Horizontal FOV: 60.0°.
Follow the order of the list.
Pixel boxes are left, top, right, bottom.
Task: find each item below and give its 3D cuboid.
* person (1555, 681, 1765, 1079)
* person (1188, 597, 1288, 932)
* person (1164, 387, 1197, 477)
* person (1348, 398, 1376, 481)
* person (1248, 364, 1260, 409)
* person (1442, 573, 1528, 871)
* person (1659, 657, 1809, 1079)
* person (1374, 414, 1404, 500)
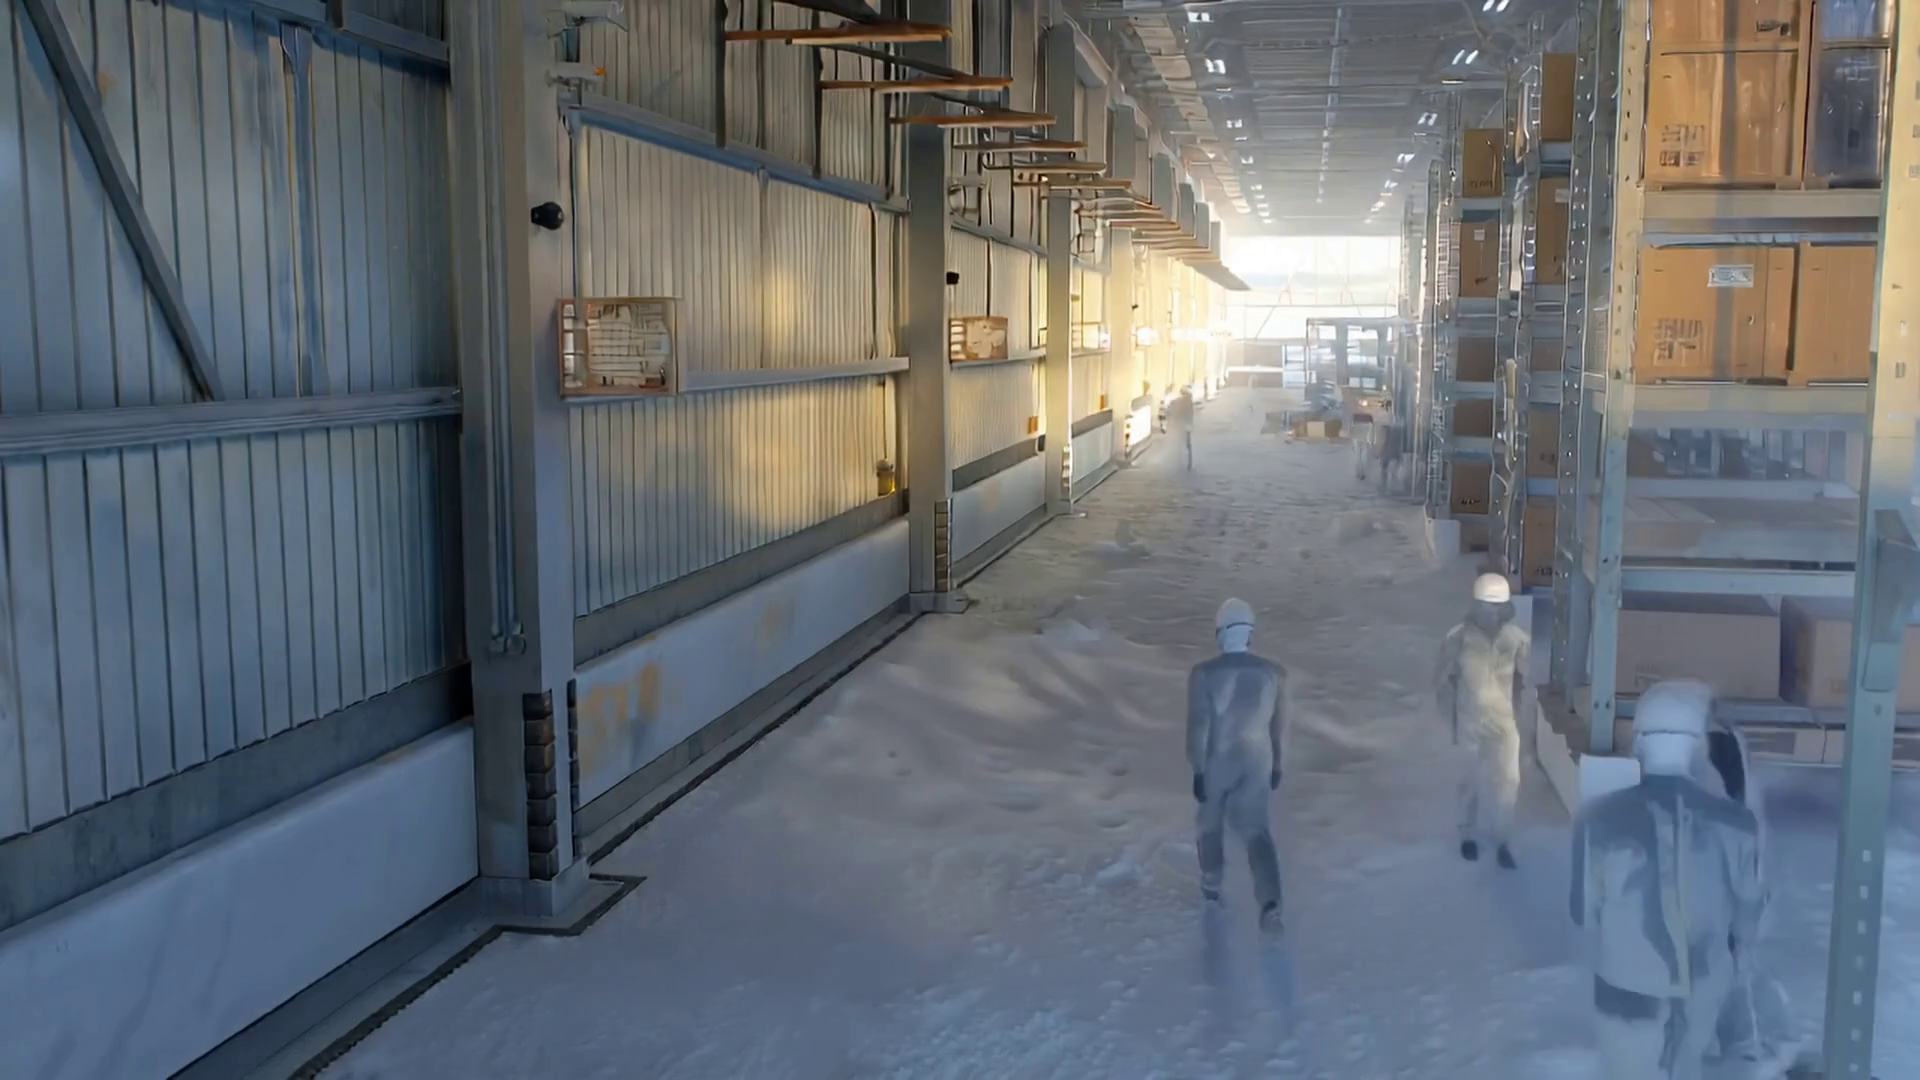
[{"bbox_3d":[2.314,1.444,5.518,0.625,1.958,0.994,2,7,13],"label":"person"},{"bbox_3d":[1.477,1.162,8.725,0.573,1.718,0.847,-2,7,-12],"label":"person"},{"bbox_3d":[4.737,-2.308,35.608,0.716,1.920,1.009,-1,7,-9],"label":"person"},{"bbox_3d":[8.342,-2.068,34.455,0.552,1.729,0.825,1,7,10],"label":"person"},{"bbox_3d":[11.912,-6.243,67.529,0.562,1.836,0.381,-4,8,-27],"label":"person"},{"bbox_3d":[3.035,1.046,9.627,0.493,1.721,0.618,1,7,8],"label":"person"},{"bbox_3d":[3.002,1.369,6.654,0.660,1.826,0.575,3,8,24],"label":"person"},{"bbox_3d":[7.964,-1.546,30.889,0.551,1.593,0.885,2,7,12],"label":"person"}]
